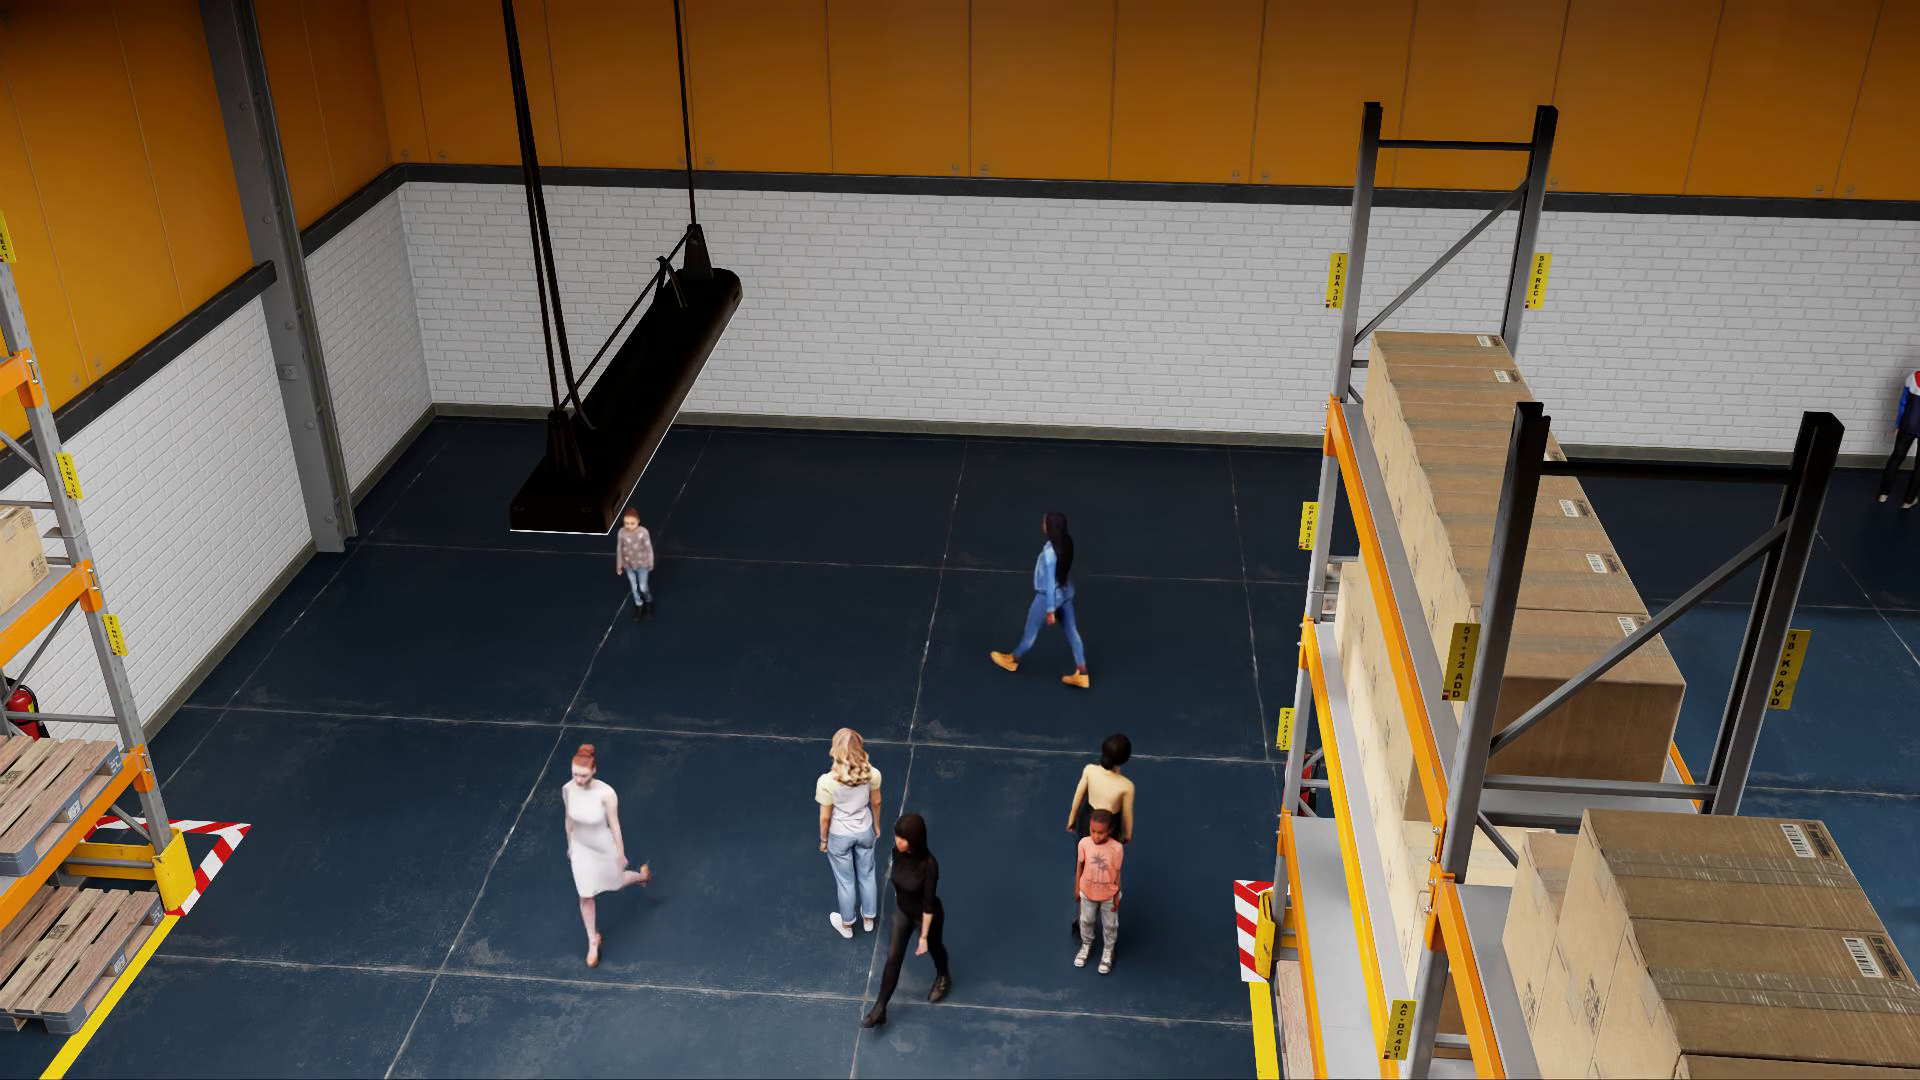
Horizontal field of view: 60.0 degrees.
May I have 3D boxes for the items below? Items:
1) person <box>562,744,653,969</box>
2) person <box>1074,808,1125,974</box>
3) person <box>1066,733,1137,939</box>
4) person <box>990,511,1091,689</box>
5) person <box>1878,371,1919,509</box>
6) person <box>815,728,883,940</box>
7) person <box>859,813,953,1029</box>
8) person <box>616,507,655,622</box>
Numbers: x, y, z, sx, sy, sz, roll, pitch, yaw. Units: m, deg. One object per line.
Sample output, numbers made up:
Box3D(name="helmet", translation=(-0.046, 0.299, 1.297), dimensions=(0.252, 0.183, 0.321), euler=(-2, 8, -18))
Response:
Box3D(name="person", translation=(-2.435, 2.092, 11.476), dimensions=(0.776, 1.759, 1.110), euler=(10, 30, 18))
Box3D(name="person", translation=(0.965, 2.378, 11.421), dimensions=(0.514, 1.310, 0.528), euler=(9, 30, 16))
Box3D(name="person", translation=(0.938, 2.109, 11.591), dimensions=(0.852, 1.620, 0.966), euler=(14, 31, 23))
Box3D(name="person", translation=(0.911, 0.559, 14.376), dimensions=(1.007, 1.674, 1.182), euler=(14, 31, 23))
Box3D(name="person", translation=(10.091, -1.189, 17.493), dimensions=(0.711, 1.758, 0.751), euler=(26, 38, 38))
Box3D(name="person", translation=(-0.756, 2.055, 11.600), dimensions=(0.709, 1.705, 0.715), euler=(-13, 31, -22))
Box3D(name="person", translation=(-0.220, 2.441, 10.994), dimensions=(0.906, 1.608, 1.112), euler=(19, 34, 30))
Box3D(name="person", translation=(-3.019, 0.189, 15.563), dimensions=(0.481, 1.187, 0.462), euler=(3, 29, 6))
